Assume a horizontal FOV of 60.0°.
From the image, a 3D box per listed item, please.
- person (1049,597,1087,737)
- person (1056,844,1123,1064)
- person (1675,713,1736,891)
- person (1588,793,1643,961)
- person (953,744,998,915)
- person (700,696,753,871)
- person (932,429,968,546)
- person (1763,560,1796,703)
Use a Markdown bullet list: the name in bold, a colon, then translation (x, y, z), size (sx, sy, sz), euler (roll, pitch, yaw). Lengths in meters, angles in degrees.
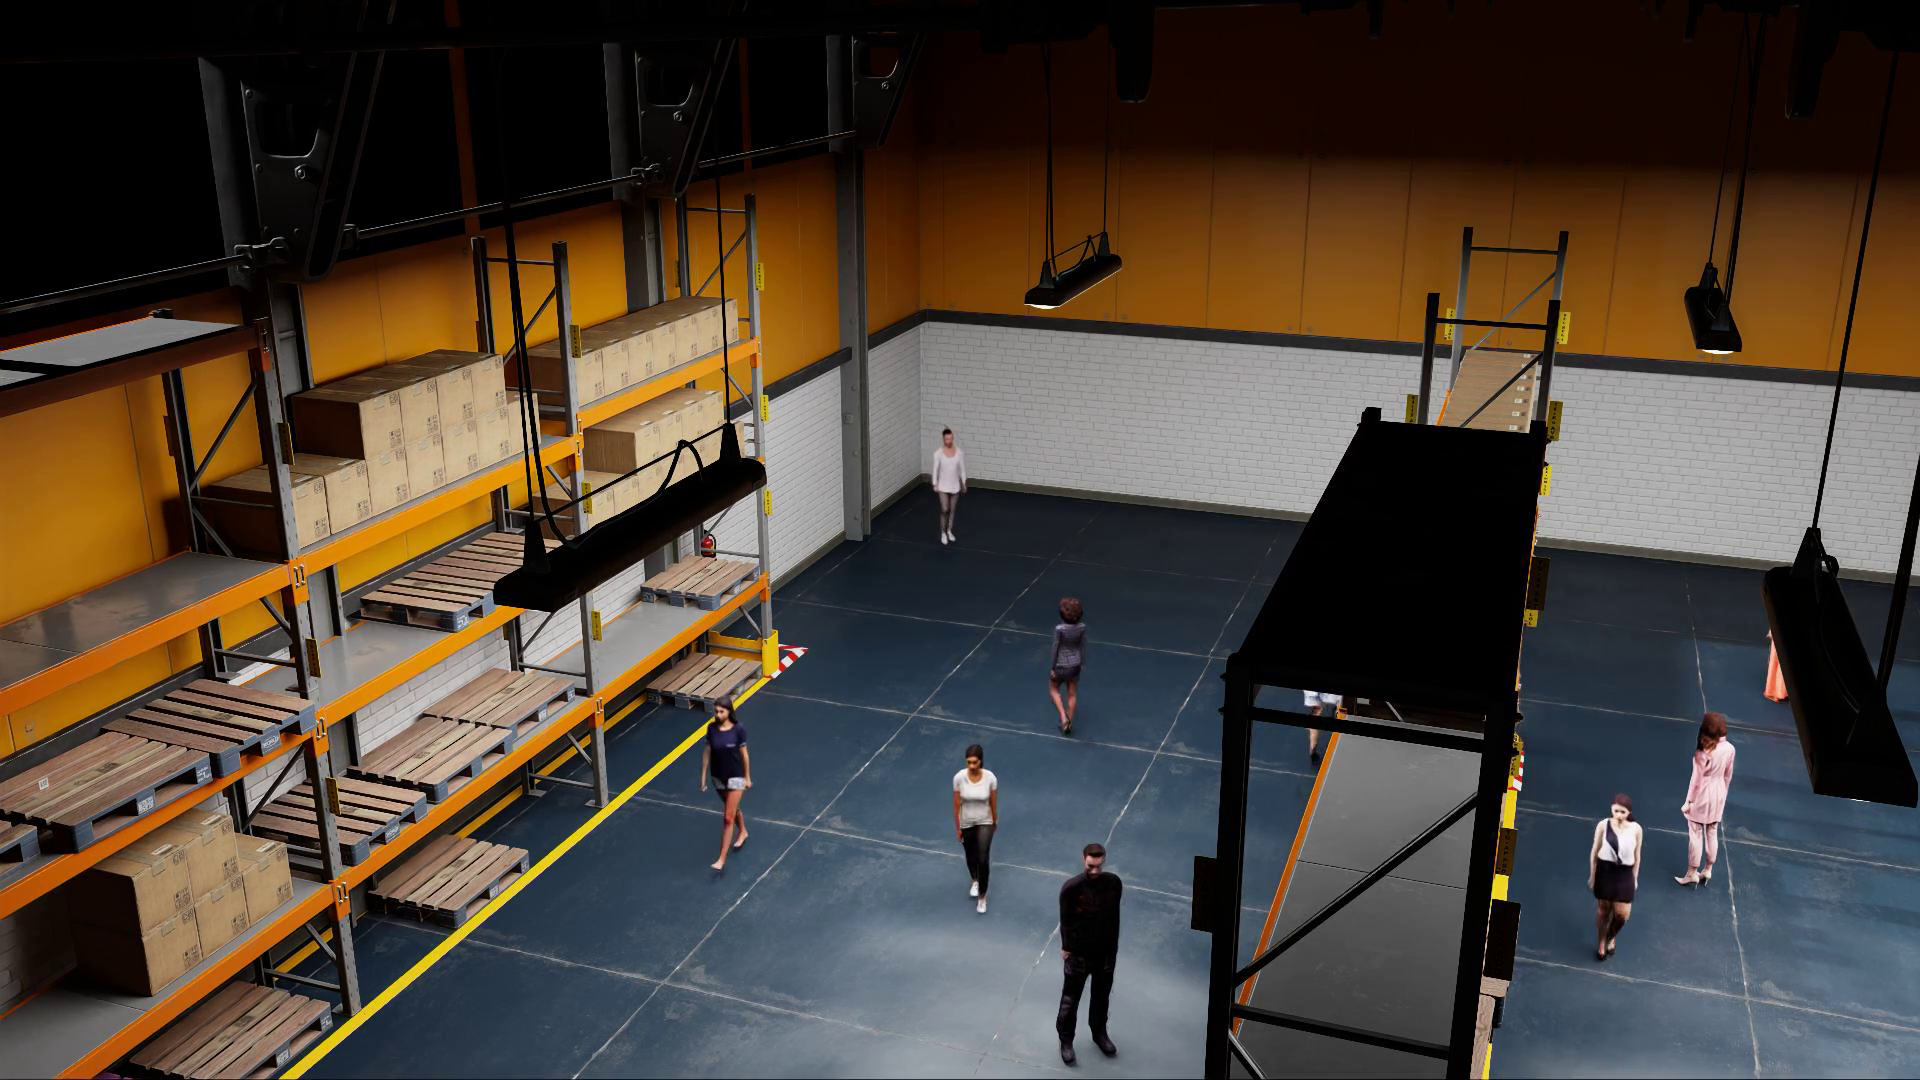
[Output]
- **person**: translation (1.272, 1.493, 19.128), size (0.723, 1.690, 0.784), euler (-9, 21, -25)
- **person**: translation (1.053, 3.295, 13.431), size (0.772, 1.910, 0.797), euler (-6, 19, -17)
- **person**: translation (7.169, 2.502, 15.957), size (0.690, 1.802, 0.717), euler (-6, 19, -16)
- **person**: translation (5.814, 2.978, 14.809), size (0.583, 1.632, 0.586), euler (5, 19, 15)
- **person**: translation (0.142, 2.650, 15.795), size (0.660, 1.624, 0.874), euler (3, 19, 8)
- **person**: translation (-2.269, 2.348, 16.543), size (0.631, 1.719, 1.100), euler (6, 19, 16)
- **person**: translation (-0.198, -0.873, 25.941), size (0.822, 1.826, 0.878), euler (-7, 20, -21)
- **person**: translation (10.052, 1.091, 20.146), size (0.723, 1.801, 0.726), euler (-2, 19, -6)
